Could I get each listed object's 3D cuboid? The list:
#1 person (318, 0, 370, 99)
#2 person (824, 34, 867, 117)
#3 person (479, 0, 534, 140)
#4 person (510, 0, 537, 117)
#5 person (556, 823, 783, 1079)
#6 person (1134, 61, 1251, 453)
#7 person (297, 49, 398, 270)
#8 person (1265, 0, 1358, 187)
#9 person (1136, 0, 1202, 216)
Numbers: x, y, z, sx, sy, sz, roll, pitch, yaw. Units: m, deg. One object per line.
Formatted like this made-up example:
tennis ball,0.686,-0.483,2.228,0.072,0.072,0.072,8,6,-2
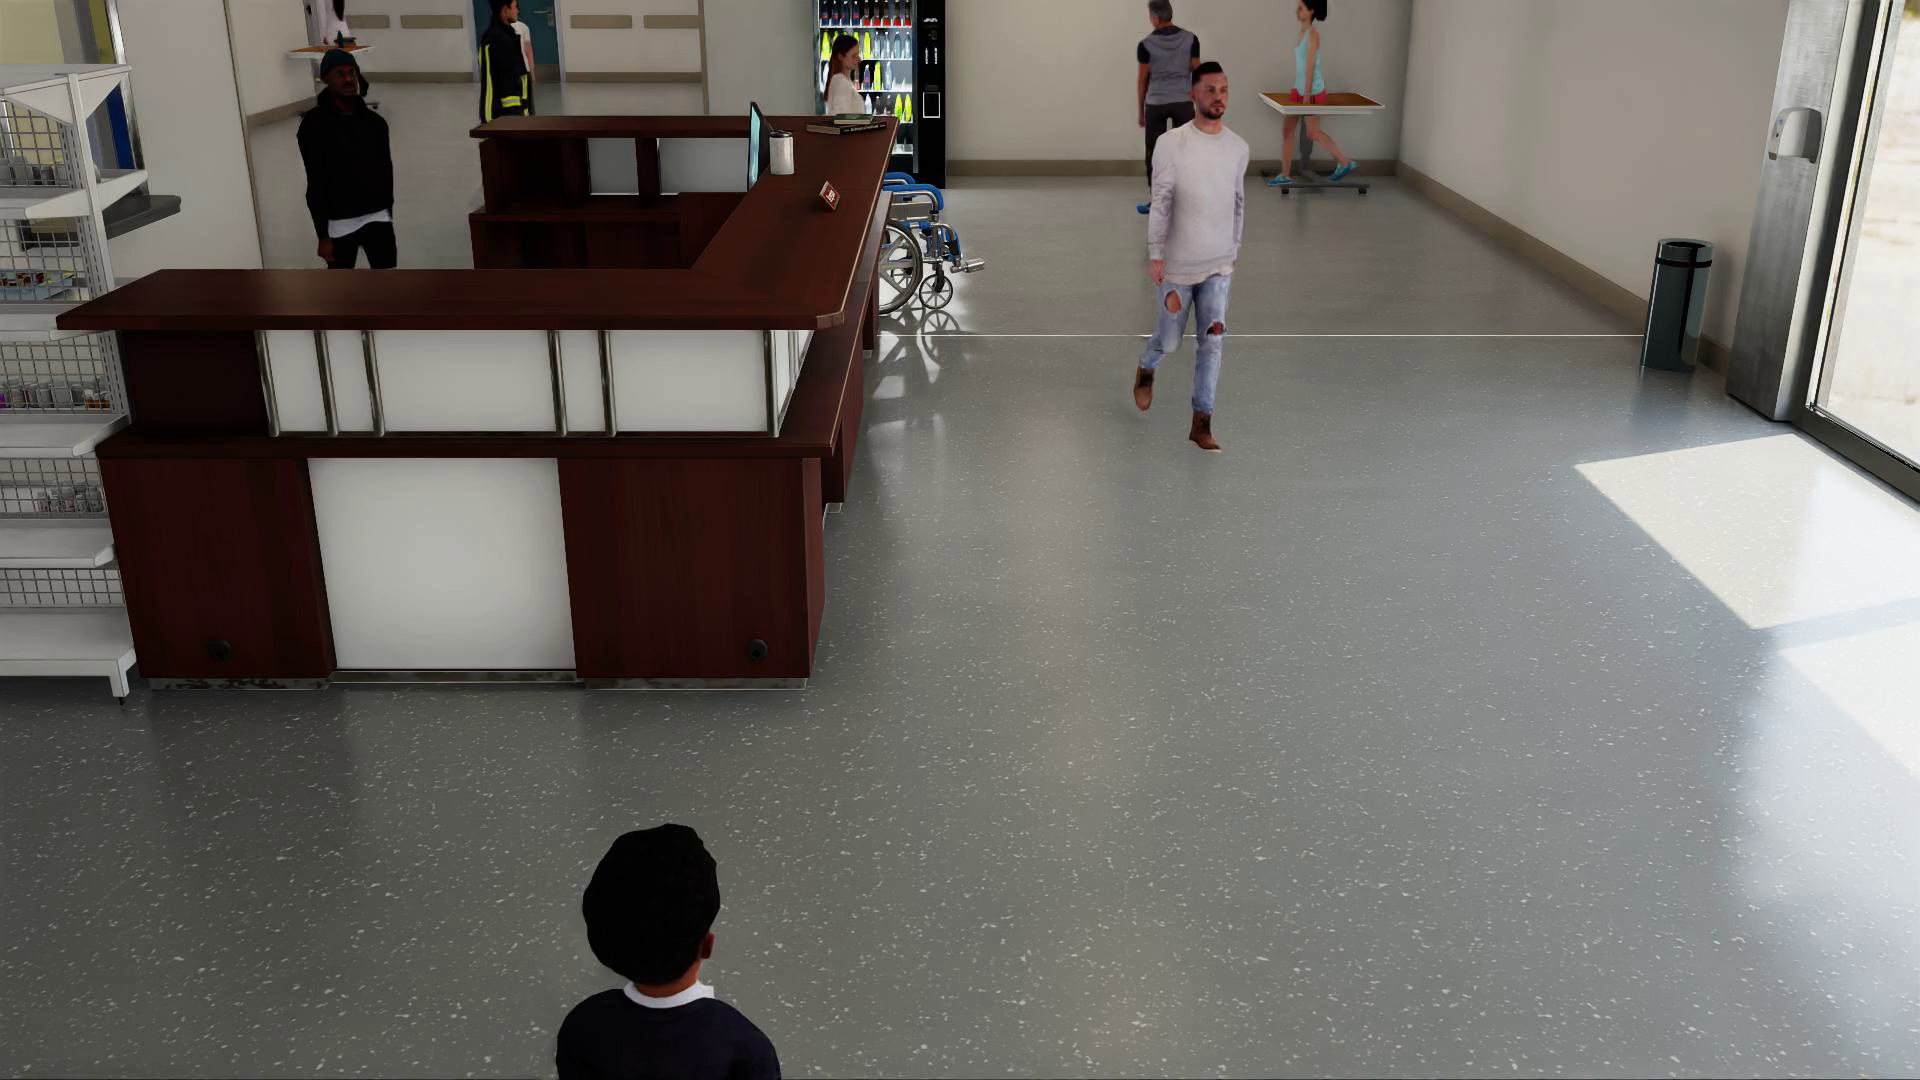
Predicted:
person,-8.280,-6.741,22.290,0.933,1.786,0.807,8,22,20
person,-0.895,-2.691,11.745,0.760,1.681,0.659,-2,21,-5
person,-3.743,-3.443,13.407,0.935,1.910,0.935,-10,23,-24
person,-4.744,-4.941,17.726,0.509,1.653,0.660,-3,21,-8
person,-0.444,1.039,2.527,0.797,1.197,0.626,2,21,6
person,1.097,-1.377,8.079,1.095,1.821,0.945,-6,22,-16
person,-3.325,-1.711,9.011,1.219,1.785,1.229,-17,26,-37
person,3.313,-4.139,15.491,1.107,1.736,0.671,-1,21,-2
person,1.837,-3.639,14.077,0.525,1.802,0.951,5,21,13
